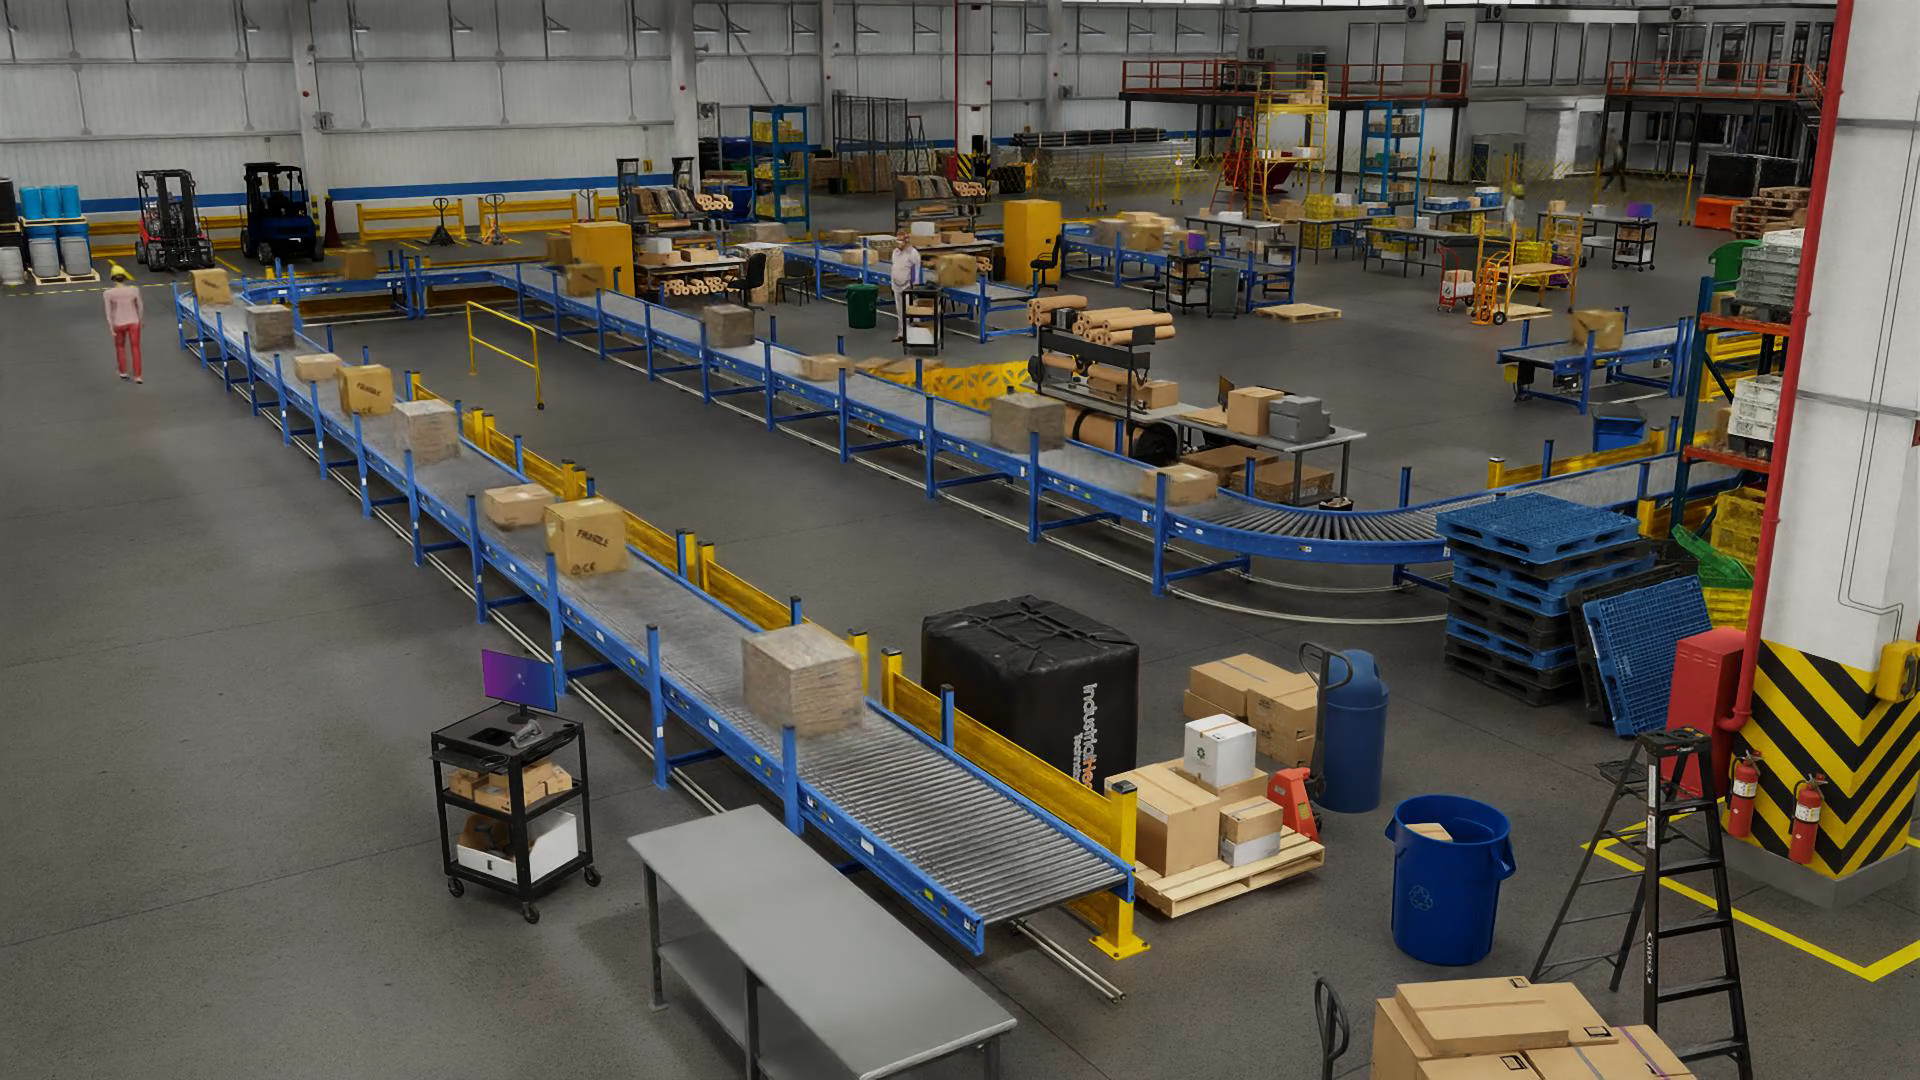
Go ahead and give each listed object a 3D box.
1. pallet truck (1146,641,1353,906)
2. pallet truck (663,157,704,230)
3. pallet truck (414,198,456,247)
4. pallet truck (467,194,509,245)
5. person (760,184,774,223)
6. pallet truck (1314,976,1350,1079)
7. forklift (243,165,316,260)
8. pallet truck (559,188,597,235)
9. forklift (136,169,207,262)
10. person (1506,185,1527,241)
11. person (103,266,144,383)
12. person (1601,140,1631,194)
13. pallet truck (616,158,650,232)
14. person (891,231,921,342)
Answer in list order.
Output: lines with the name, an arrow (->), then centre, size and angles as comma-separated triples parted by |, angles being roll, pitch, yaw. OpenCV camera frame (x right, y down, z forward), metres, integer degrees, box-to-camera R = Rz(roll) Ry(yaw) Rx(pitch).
pallet truck -> 1.664, 1.407, 10.232 | 1.630, 1.274, 0.653 | -10, 20, -31
pallet truck -> -7.586, -9.308, 44.692 | 0.823, 1.965, 1.885 | -11, 20, -33
pallet truck -> -13.250, -8.060, 41.856 | 0.680, 1.201, 1.601 | -10, 20, -31
pallet truck -> -11.983, -8.177, 42.137 | 0.704, 1.261, 1.522 | -11, 20, -33
person -> -4.256, -7.214, 37.753 | 1.065, 1.989, 0.619 | -7, 18, -21
pallet truck -> 2.299, 2.390, 7.086 | 1.601, 1.201, 0.680 | -2, 17, -7
forklift -> -15.898, -7.669, 38.708 | 1.157, 1.987, 2.680 | -11, 20, -33
pallet truck -> -10.010, -8.652, 43.699 | 0.653, 1.274, 1.630 | -10, 20, -31
forklift -> -17.842, -7.318, 37.559 | 1.157, 1.987, 2.680 | -10, 20, -31
person -> 12.788, -7.287, 38.319 | 0.612, 1.790, 0.538 | -14, 22, -38
person -> -12.540, -3.248, 24.990 | 0.533, 1.731, 0.864 | -10, 20, -31
person -> 21.943, -12.453, 55.504 | 0.959, 1.805, 0.545 | 4, 17, 14
pallet truck -> -8.918, -9.176, 44.255 | 0.823, 1.965, 1.885 | -9, 19, -27
person -> -0.945, -4.255, 28.061 | 0.398, 1.899, 0.641 | -16, 23, -43
